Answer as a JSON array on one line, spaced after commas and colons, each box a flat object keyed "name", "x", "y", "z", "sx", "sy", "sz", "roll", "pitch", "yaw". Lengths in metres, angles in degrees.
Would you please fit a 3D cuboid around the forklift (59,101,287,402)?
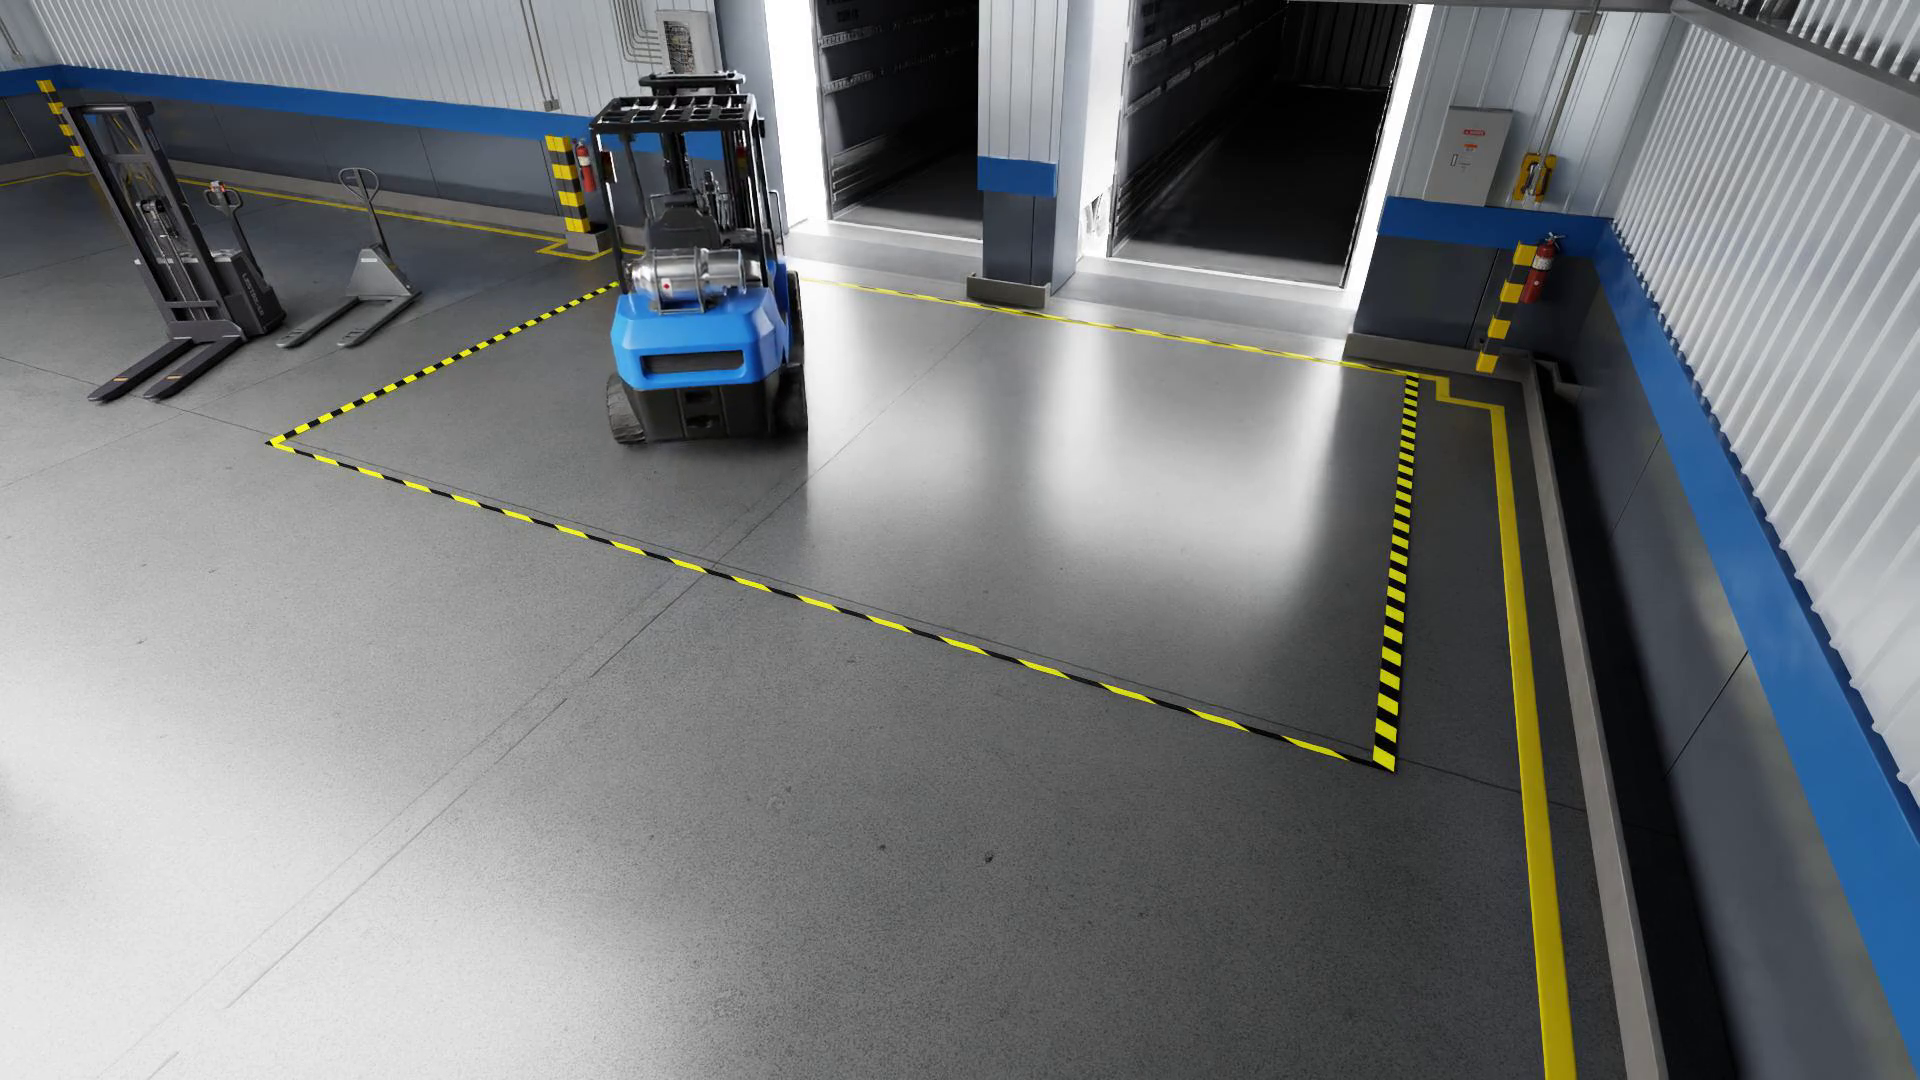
[{"name": "forklift", "x": -6.686, "y": -2.387, "z": 7.434, "sx": 0.823, "sy": 1.965, "sz": 1.885, "roll": -3, "pitch": 35, "yaw": -5}]

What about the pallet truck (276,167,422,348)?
[{"name": "pallet truck", "x": -5.732, "y": -2.611, "z": 8.414, "sx": 0.680, "sy": 1.201, "sz": 1.601, "roll": -1, "pitch": 35, "yaw": -1}]

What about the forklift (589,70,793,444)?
[{"name": "forklift", "x": -1.942, "y": -2.224, "z": 6.890, "sx": 1.157, "sy": 2.036, "sz": 2.680, "roll": -5, "pitch": 35, "yaw": -7}]
